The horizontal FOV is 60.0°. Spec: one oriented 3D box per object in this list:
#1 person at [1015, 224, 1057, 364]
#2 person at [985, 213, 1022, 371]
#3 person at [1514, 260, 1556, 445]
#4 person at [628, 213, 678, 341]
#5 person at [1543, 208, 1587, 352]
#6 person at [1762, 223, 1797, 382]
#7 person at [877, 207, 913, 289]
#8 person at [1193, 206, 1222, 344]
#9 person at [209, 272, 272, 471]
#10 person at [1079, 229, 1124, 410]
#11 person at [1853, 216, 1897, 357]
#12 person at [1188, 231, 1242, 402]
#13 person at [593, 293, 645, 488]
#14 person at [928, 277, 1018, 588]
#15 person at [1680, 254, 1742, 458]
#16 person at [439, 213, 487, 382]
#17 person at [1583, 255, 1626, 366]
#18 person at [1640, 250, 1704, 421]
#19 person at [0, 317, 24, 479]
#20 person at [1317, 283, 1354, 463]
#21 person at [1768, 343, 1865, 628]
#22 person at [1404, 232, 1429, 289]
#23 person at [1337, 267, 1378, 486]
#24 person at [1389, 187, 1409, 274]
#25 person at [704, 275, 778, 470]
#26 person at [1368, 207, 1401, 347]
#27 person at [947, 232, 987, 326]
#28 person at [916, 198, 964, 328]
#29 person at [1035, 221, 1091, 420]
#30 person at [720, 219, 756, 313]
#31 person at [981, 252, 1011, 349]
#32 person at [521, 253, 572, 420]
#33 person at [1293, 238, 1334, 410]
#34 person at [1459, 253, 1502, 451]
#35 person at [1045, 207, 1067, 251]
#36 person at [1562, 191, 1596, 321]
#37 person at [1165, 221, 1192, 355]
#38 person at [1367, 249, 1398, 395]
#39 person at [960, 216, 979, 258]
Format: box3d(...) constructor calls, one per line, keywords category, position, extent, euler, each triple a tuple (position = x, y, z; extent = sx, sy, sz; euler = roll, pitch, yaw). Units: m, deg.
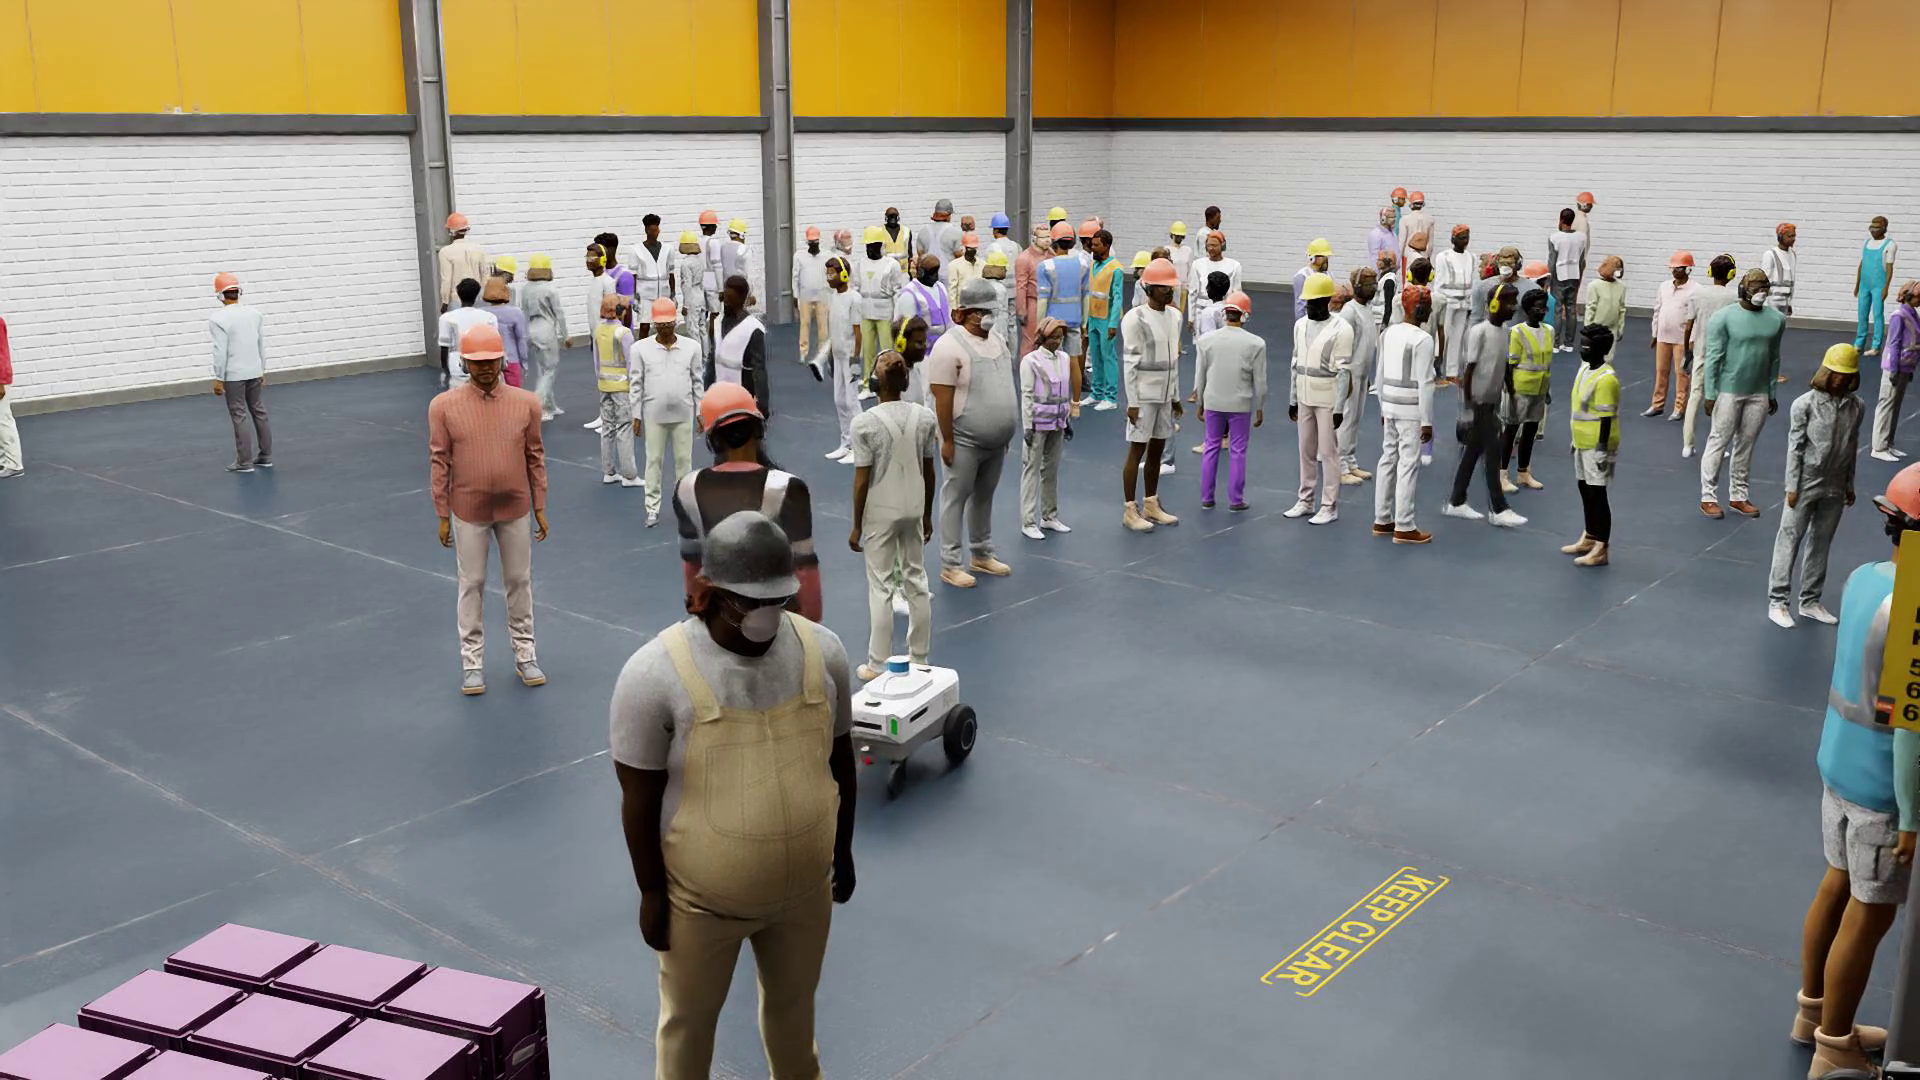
box3d(category="person", position=(0.924, -2.634, 18.971), extent=(0.652, 1.906, 0.405), euler=(-12, 18, -40))
box3d(category="person", position=(0.504, -3.026, 20.453), extent=(0.394, 1.945, 0.618), euler=(12, 19, 40))
box3d(category="person", position=(5.450, -1.786, 15.894), extent=(0.343, 1.749, 0.571), euler=(11, 18, 38))
box3d(category="person", position=(-3.725, -2.980, 20.235), extent=(0.608, 1.964, 0.365), euler=(-8, 16, -30))
box3d(category="person", position=(8.100, -3.474, 22.310), extent=(0.587, 1.917, 0.391), euler=(-5, 15, -19))
box3d(category="person", position=(9.656, -2.795, 19.666), extent=(0.586, 1.879, 0.340), euler=(-10, 17, -34))
box3d(category="person", position=(-0.981, -3.925, 24.263), extent=(0.634, 1.842, 0.429), euler=(-4, 14, -14))
box3d(category="person", position=(3.427, -3.680, 23.158), extent=(0.396, 1.906, 0.604), euler=(6, 15, 22))
box3d(category="person", position=(-6.374, -1.481, 14.679), extent=(0.339, 1.748, 0.565), euler=(6, 15, 23))
box3d(category="person", position=(1.535, -2.358, 17.851), extent=(0.392, 1.917, 0.593), euler=(-8, 16, -28))
box3d(category="person", position=(12.064, -3.353, 21.988), extent=(0.334, 1.838, 0.507), euler=(-6, 15, -21))
box3d(category="person", position=(2.778, -2.433, 18.212), extent=(0.585, 1.882, 0.337), euler=(6, 15, 23))
box3d(category="person", position=(-2.880, -1.256, 14.015), extent=(0.512, 1.637, 0.307), euler=(12, 18, 39))
box3d(category="person", position=(0.134, -0.722, 11.060), extent=(0.536, 2.000, 0.681), euler=(12, 18, 39))
box3d(category="person", position=(6.867, -1.668, 15.190), extent=(0.533, 1.868, 0.310), euler=(11, 18, 38))
box3d(category="person", position=(-5.857, -2.846, 19.635), extent=(0.373, 1.997, 0.610), euler=(12, 18, 39))
box3d(category="person", position=(7.039, -2.291, 18.180), extent=(0.506, 1.628, 0.278), euler=(-4, 15, -16))
box3d(category="person", position=(7.383, -2.111, 17.192), extent=(0.325, 1.752, 0.559), euler=(-9, 16, -31))
box3d(category="person", position=(-8.419, -1.403, 14.399), extent=(0.576, 1.737, 0.354), euler=(12, 18, 40))
box3d(category="person", position=(3.369, -1.465, 14.839), extent=(0.309, 1.641, 0.515), euler=(-2, 14, -8))
box3d(category="person", position=(5.235, -0.329, 10.100), extent=(0.485, 1.739, 0.313), euler=(-3, 14, -11))
box3d(category="person", position=(5.999, -3.236, 21.930), extent=(0.277, 1.631, 0.506), euler=(0, 14, 0))
box3d(category="person", position=(3.366, -1.393, 14.137), extent=(0.329, 1.844, 0.518), euler=(8, 16, 30))
box3d(category="person", position=(7.208, -4.844, 27.631), extent=(0.392, 1.990, 0.612), euler=(1, 14, 3))
box3d(category="person", position=(-1.753, -1.160, 13.153), extent=(0.946, 1.871, 0.585), euler=(-10, 17, -34))
box3d(category="person", position=(5.858, -3.628, 22.948), extent=(0.408, 1.905, 0.654), euler=(10, 17, 35))
box3d(category="person", position=(0.116, -2.820, 20.024), extent=(0.563, 1.752, 0.326), euler=(-9, 17, -33))
box3d(category="person", position=(-0.211, -3.616, 22.623), extent=(0.689, 2.000, 0.537), euler=(7, 16, 27))
box3d(category="person", position=(1.039, -2.237, 17.110), extent=(0.606, 2.044, 0.373), euler=(-6, 15, -24))
box3d(category="person", position=(-2.863, -3.222, 21.487), extent=(0.592, 1.826, 0.403), euler=(10, 17, 35))
box3d(category="person", position=(0.367, -2.088, 17.133), extent=(0.312, 1.738, 0.483), euler=(-7, 16, -27))
box3d(category="person", position=(-4.297, -2.091, 17.208), extent=(0.505, 1.725, 0.562), euler=(8, 16, 30))
box3d(category="person", position=(3.798, -2.298, 17.776), extent=(0.600, 1.832, 0.404), euler=(-14, 19, -43))
box3d(category="person", position=(4.960, -1.755, 15.577), extent=(0.389, 1.848, 0.563), euler=(9, 17, 32))
box3d(category="person", position=(1.329, -3.524, 22.486), extent=(0.383, 1.924, 0.594), euler=(4, 14, 14))
box3d(category="person", position=(9.636, -4.417, 25.917), extent=(0.396, 1.992, 0.623), euler=(0, 14, 2))
box3d(category="person", position=(2.852, -3.316, 21.987), extent=(0.533, 1.765, 0.321), euler=(-8, 16, -28))
box3d(category="person", position=(4.797, -2.464, 18.834), extent=(0.308, 1.641, 0.517), euler=(1, 14, 5))
box3d(category="person", position=(0.139, -4.160, 25.613), extent=(0.311, 1.638, 0.523), euler=(-2, 14, -9))
